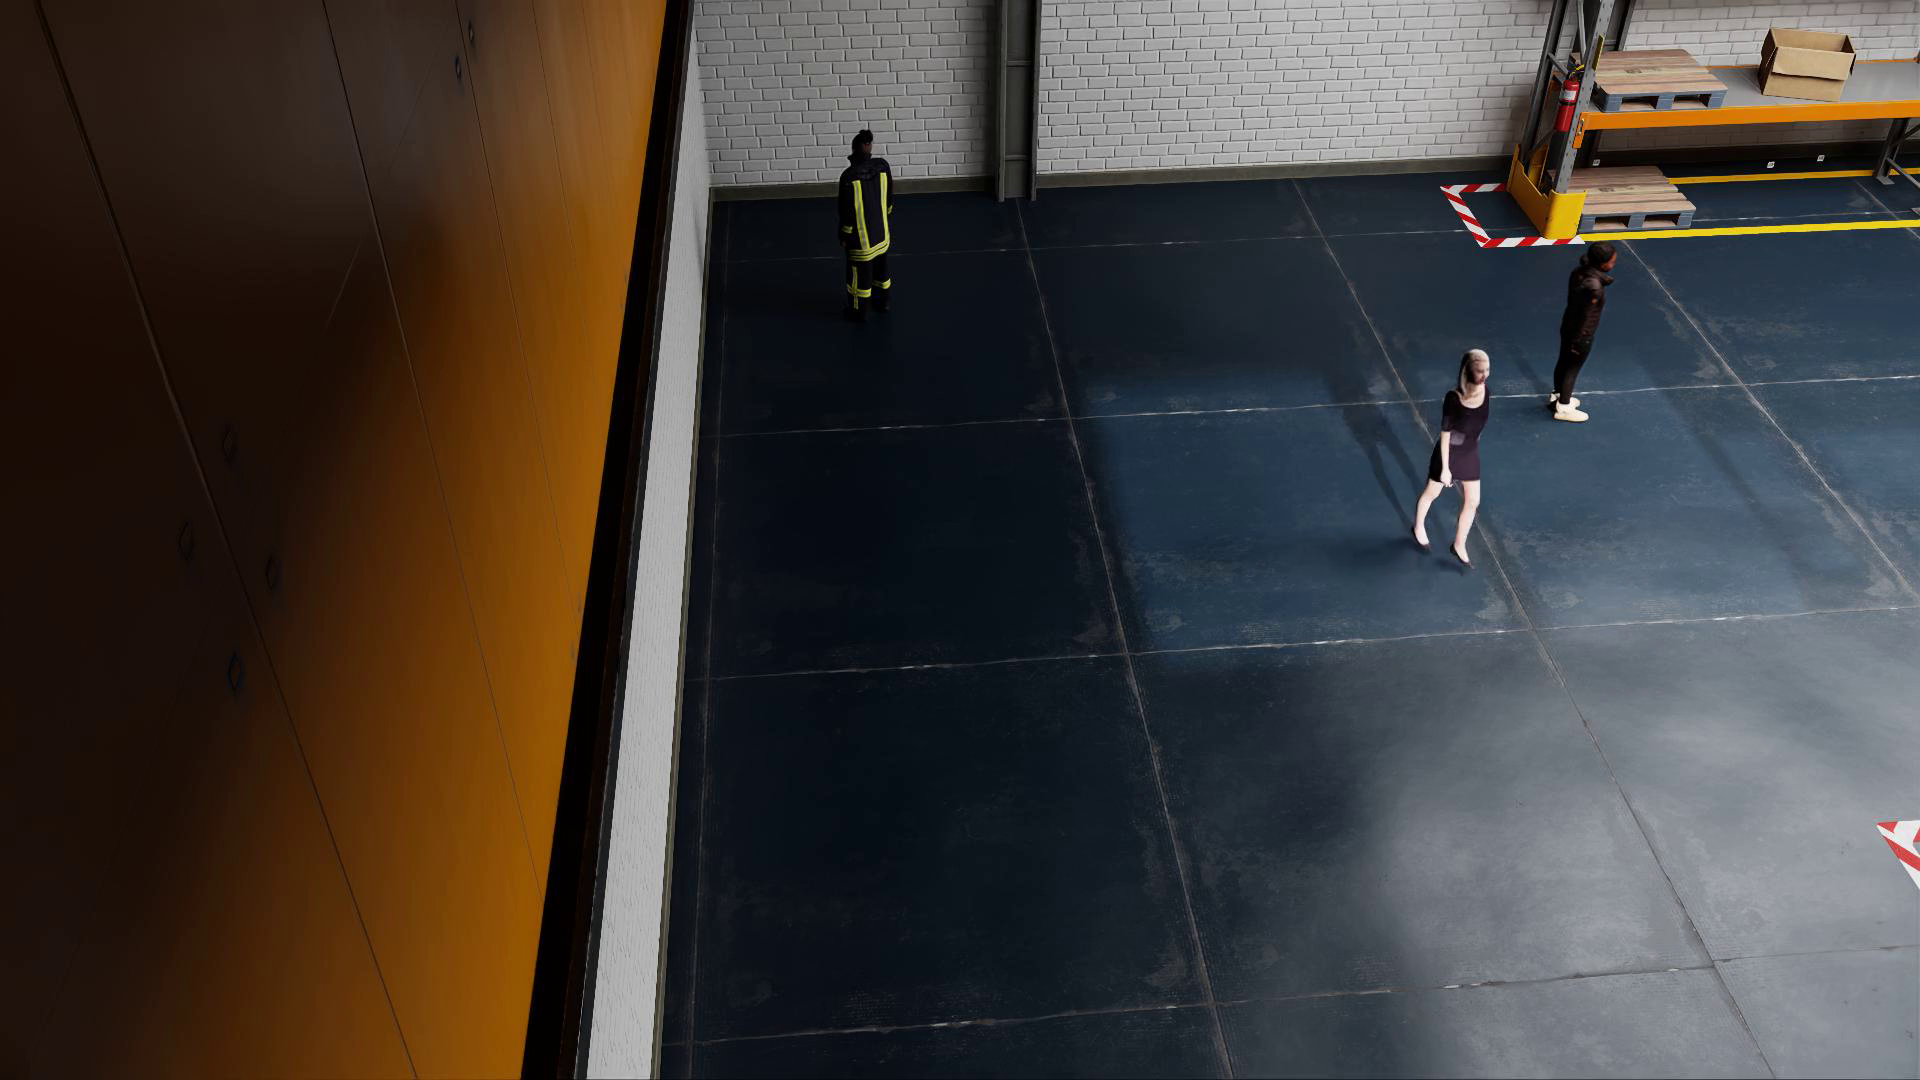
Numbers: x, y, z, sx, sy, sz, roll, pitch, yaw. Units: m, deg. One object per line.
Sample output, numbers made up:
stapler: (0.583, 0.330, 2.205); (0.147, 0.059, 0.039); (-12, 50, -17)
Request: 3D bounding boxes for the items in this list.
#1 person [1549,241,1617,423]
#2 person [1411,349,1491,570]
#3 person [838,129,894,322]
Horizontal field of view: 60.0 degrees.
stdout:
person: (5.119, -1.729, 13.807); (0.622, 1.662, 0.554); (-4, 39, -5)
person: (3.597, -0.653, 12.342); (0.837, 1.808, 0.799); (-16, 41, -19)
person: (-0.863, -2.867, 15.072); (0.851, 1.861, 0.945); (-28, 46, -31)
